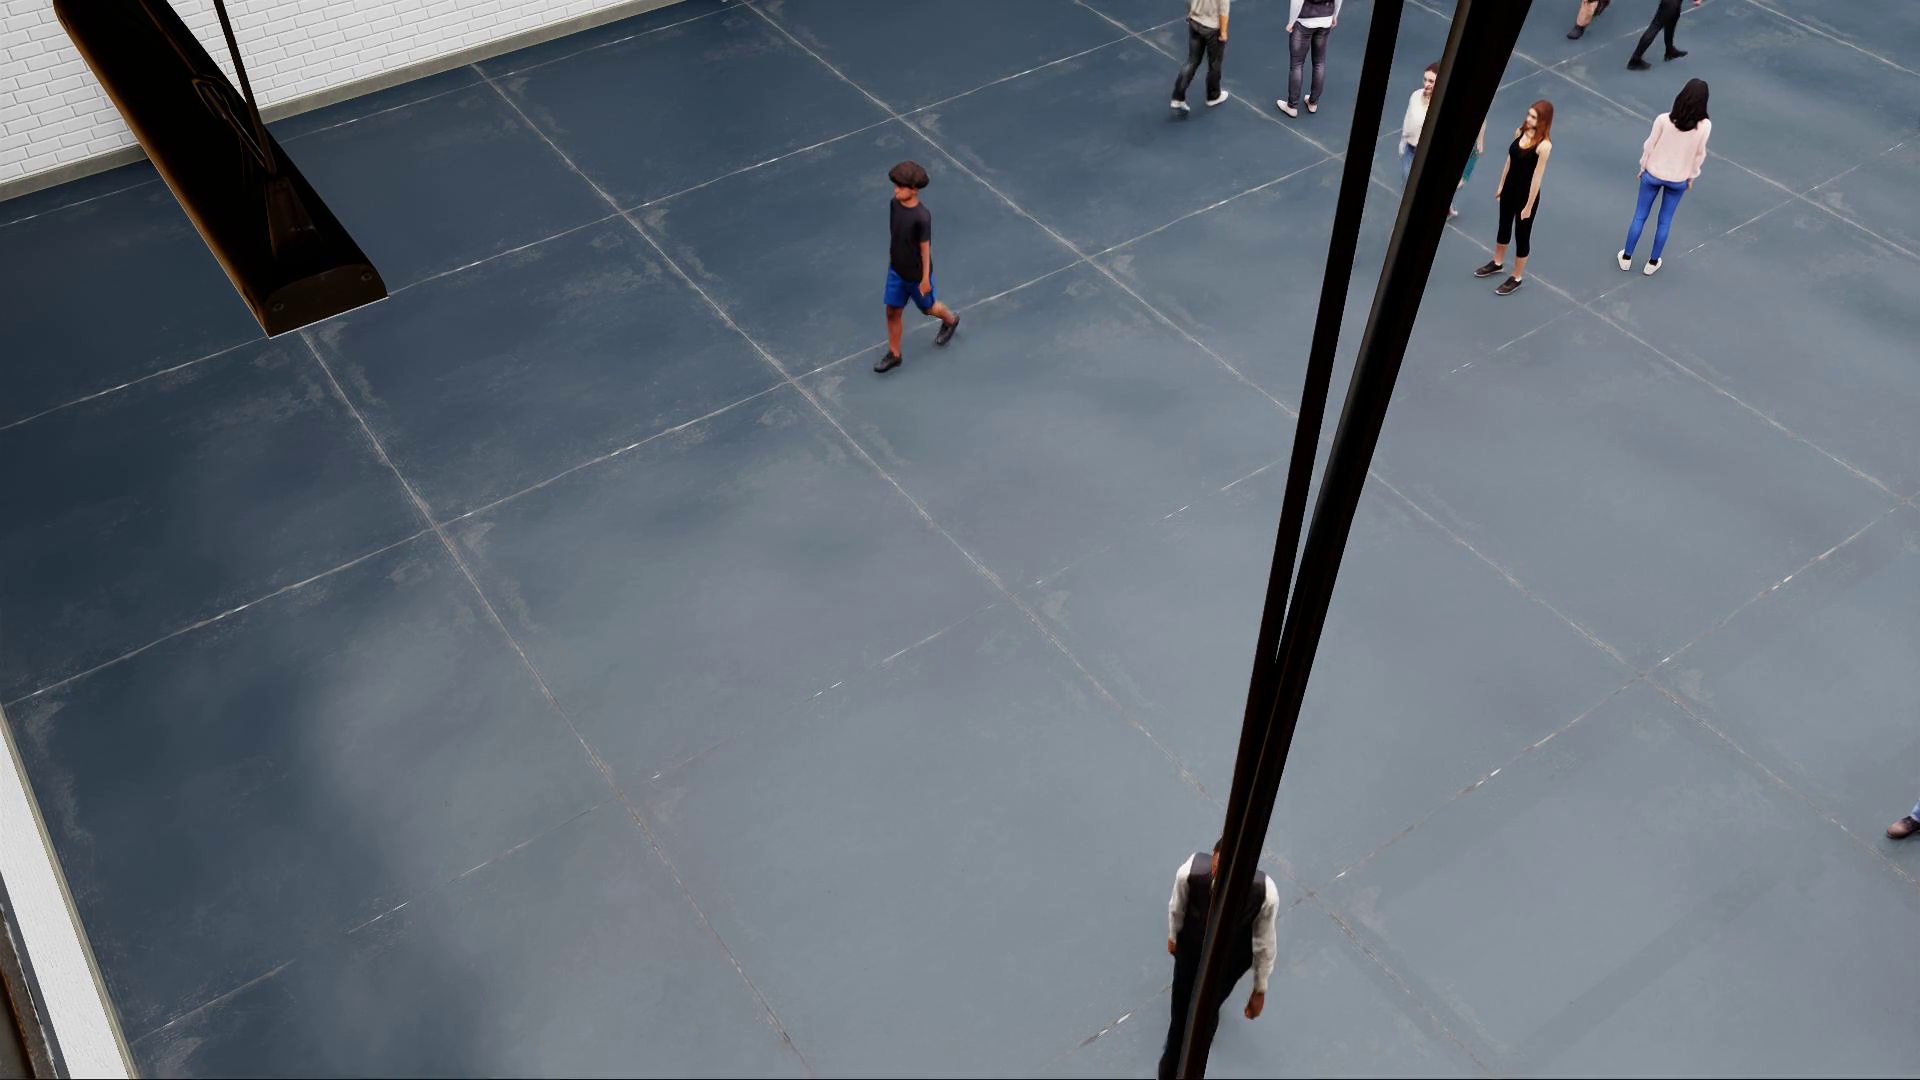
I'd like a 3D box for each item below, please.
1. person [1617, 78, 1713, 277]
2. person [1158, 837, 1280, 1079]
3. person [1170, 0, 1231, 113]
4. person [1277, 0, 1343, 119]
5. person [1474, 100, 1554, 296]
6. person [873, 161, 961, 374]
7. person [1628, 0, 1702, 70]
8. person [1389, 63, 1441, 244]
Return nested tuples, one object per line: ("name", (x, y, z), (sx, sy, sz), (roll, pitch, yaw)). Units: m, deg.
("person", (5.878, -3.014, 13.851), (0.724, 1.769, 0.727), (17, 46, 17))
("person", (1.335, 2.018, 8.490), (1.154, 1.877, 1.273), (11, 45, 11))
("person", (2.291, -4.882, 15.794), (1.022, 1.794, 0.754), (-34, 53, -30))
("person", (3.343, -4.904, 15.795), (0.648, 1.824, 0.816), (-12, 45, -13))
("person", (4.635, -2.850, 13.712), (0.580, 1.722, 0.604), (-16, 46, -17))
("person", (-0.310, -2.149, 12.942), (1.152, 1.770, 0.737), (-34, 53, -30))
("person", (6.979, -5.428, 16.464), (0.984, 1.659, 0.845), (-2, 44, -2))
("person", (3.998, -3.313, 14.230), (0.720, 1.680, 0.830), (32, 52, 29))
